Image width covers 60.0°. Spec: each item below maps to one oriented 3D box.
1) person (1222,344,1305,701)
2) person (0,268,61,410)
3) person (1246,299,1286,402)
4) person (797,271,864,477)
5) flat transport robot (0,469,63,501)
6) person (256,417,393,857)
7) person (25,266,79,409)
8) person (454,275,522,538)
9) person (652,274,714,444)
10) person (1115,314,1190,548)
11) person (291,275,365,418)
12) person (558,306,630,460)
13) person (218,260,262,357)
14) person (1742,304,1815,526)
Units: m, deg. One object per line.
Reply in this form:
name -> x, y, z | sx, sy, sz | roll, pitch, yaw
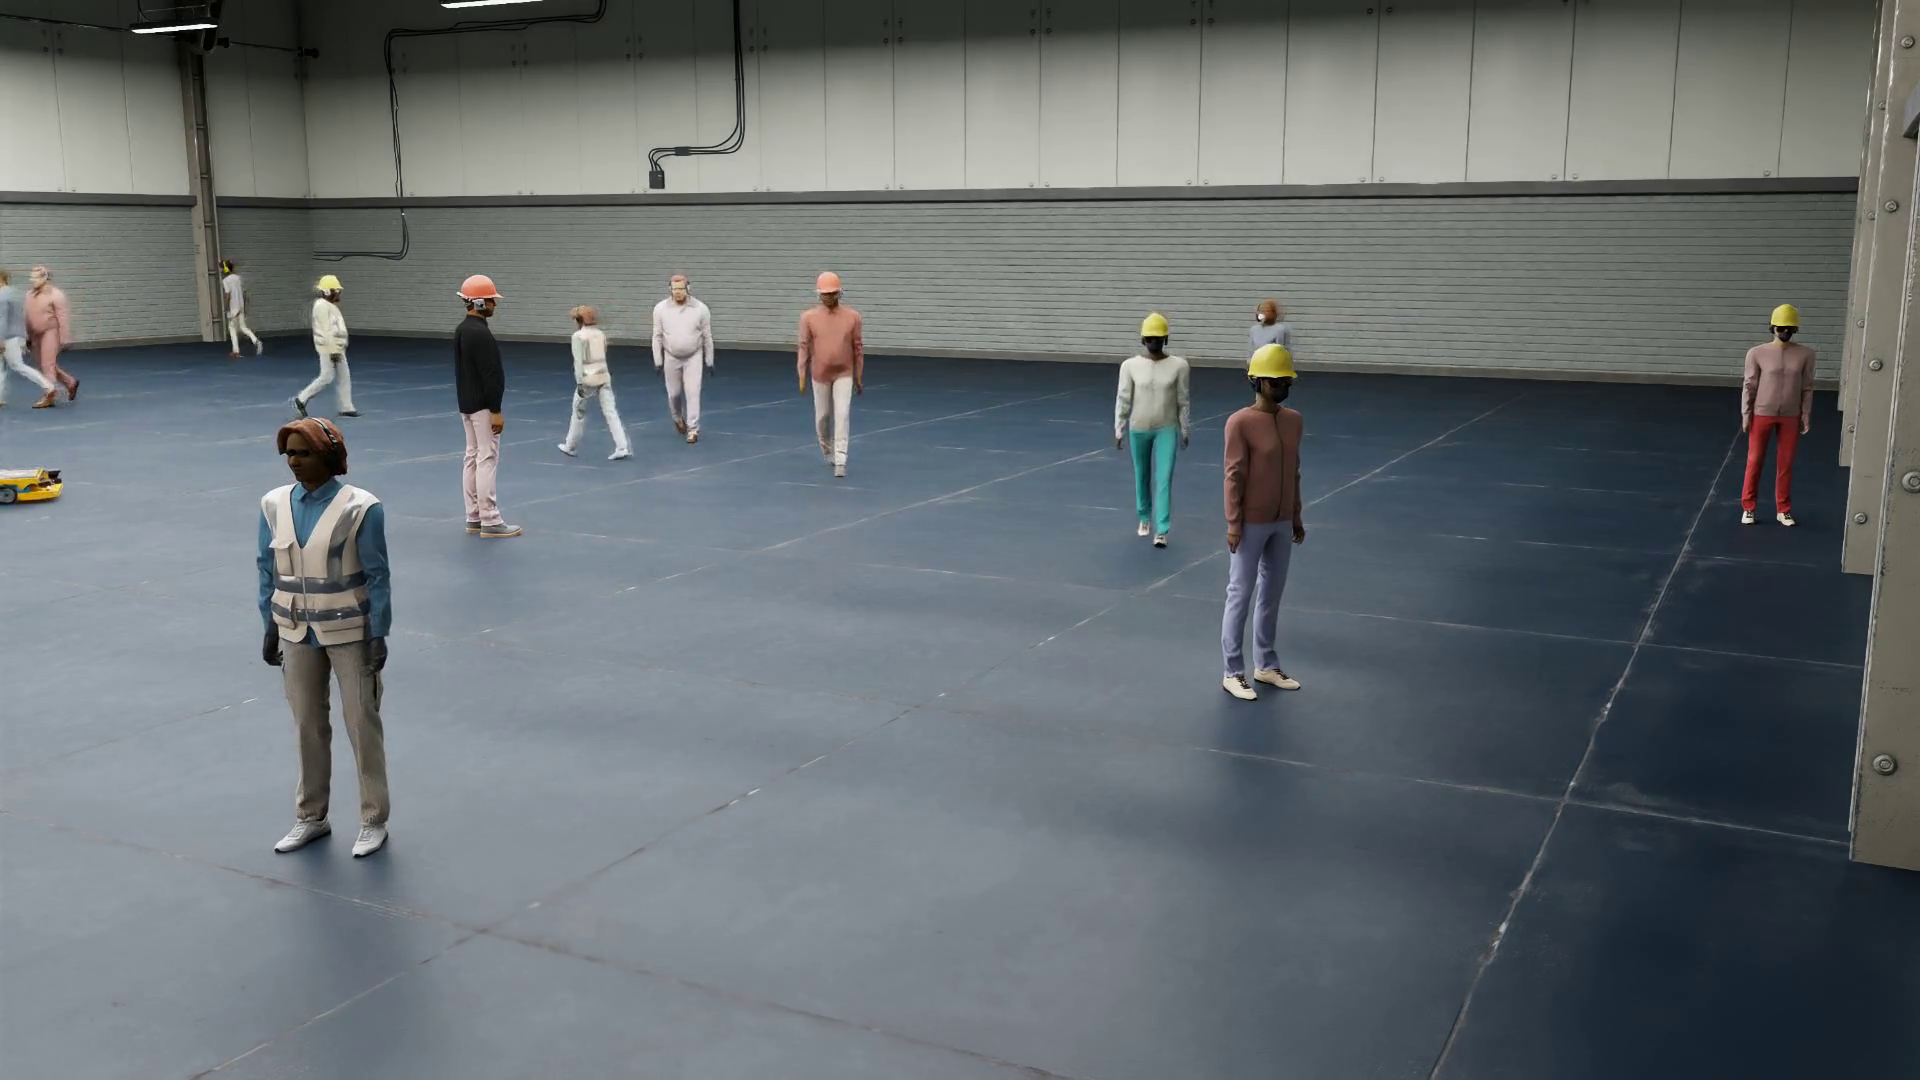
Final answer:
person -> 1.527, -0.093, 8.299 | 0.533, 1.768, 0.310 | -8, 13, -37
person -> -12.511, -2.666, 22.002 | 0.946, 1.886, 0.655 | -5, 11, -23
person -> 3.405, -1.856, 18.352 | 0.790, 1.605, 0.504 | -7, 13, -35
person -> -1.253, -1.624, 16.153 | 0.640, 1.961, 0.896 | -1, 10, -4
flat transport robot -> -8.573, -0.454, 14.348 | 1.431, 0.197, 0.652 | -5, 11, -25
person -> -2.351, 0.360, 6.176 | 0.522, 1.640, 0.306 | 2, 11, 11
person -> -12.224, -2.732, 22.348 | 0.652, 1.885, 0.764 | 5, 11, 25
person -> -3.645, -1.016, 12.711 | 0.379, 1.995, 0.612 | -8, 13, -36
person -> -3.099, -2.043, 18.663 | 0.681, 1.874, 0.782 | 0, 10, -2
person -> 1.435, -0.825, 12.433 | 0.549, 1.715, 0.924 | 2, 11, 8
person -> -7.932, -2.400, 20.770 | 0.772, 1.812, 0.580 | -1, 10, -4
person -> -3.774, -1.607, 17.069 | 0.900, 1.587, 0.531 | 7, 12, 32
person -> -13.607, -4.349, 31.348 | 0.722, 1.836, 0.578 | 4, 11, 19
person -> 6.467, -0.981, 13.168 | 0.523, 1.761, 0.333 | 1, 10, 8
